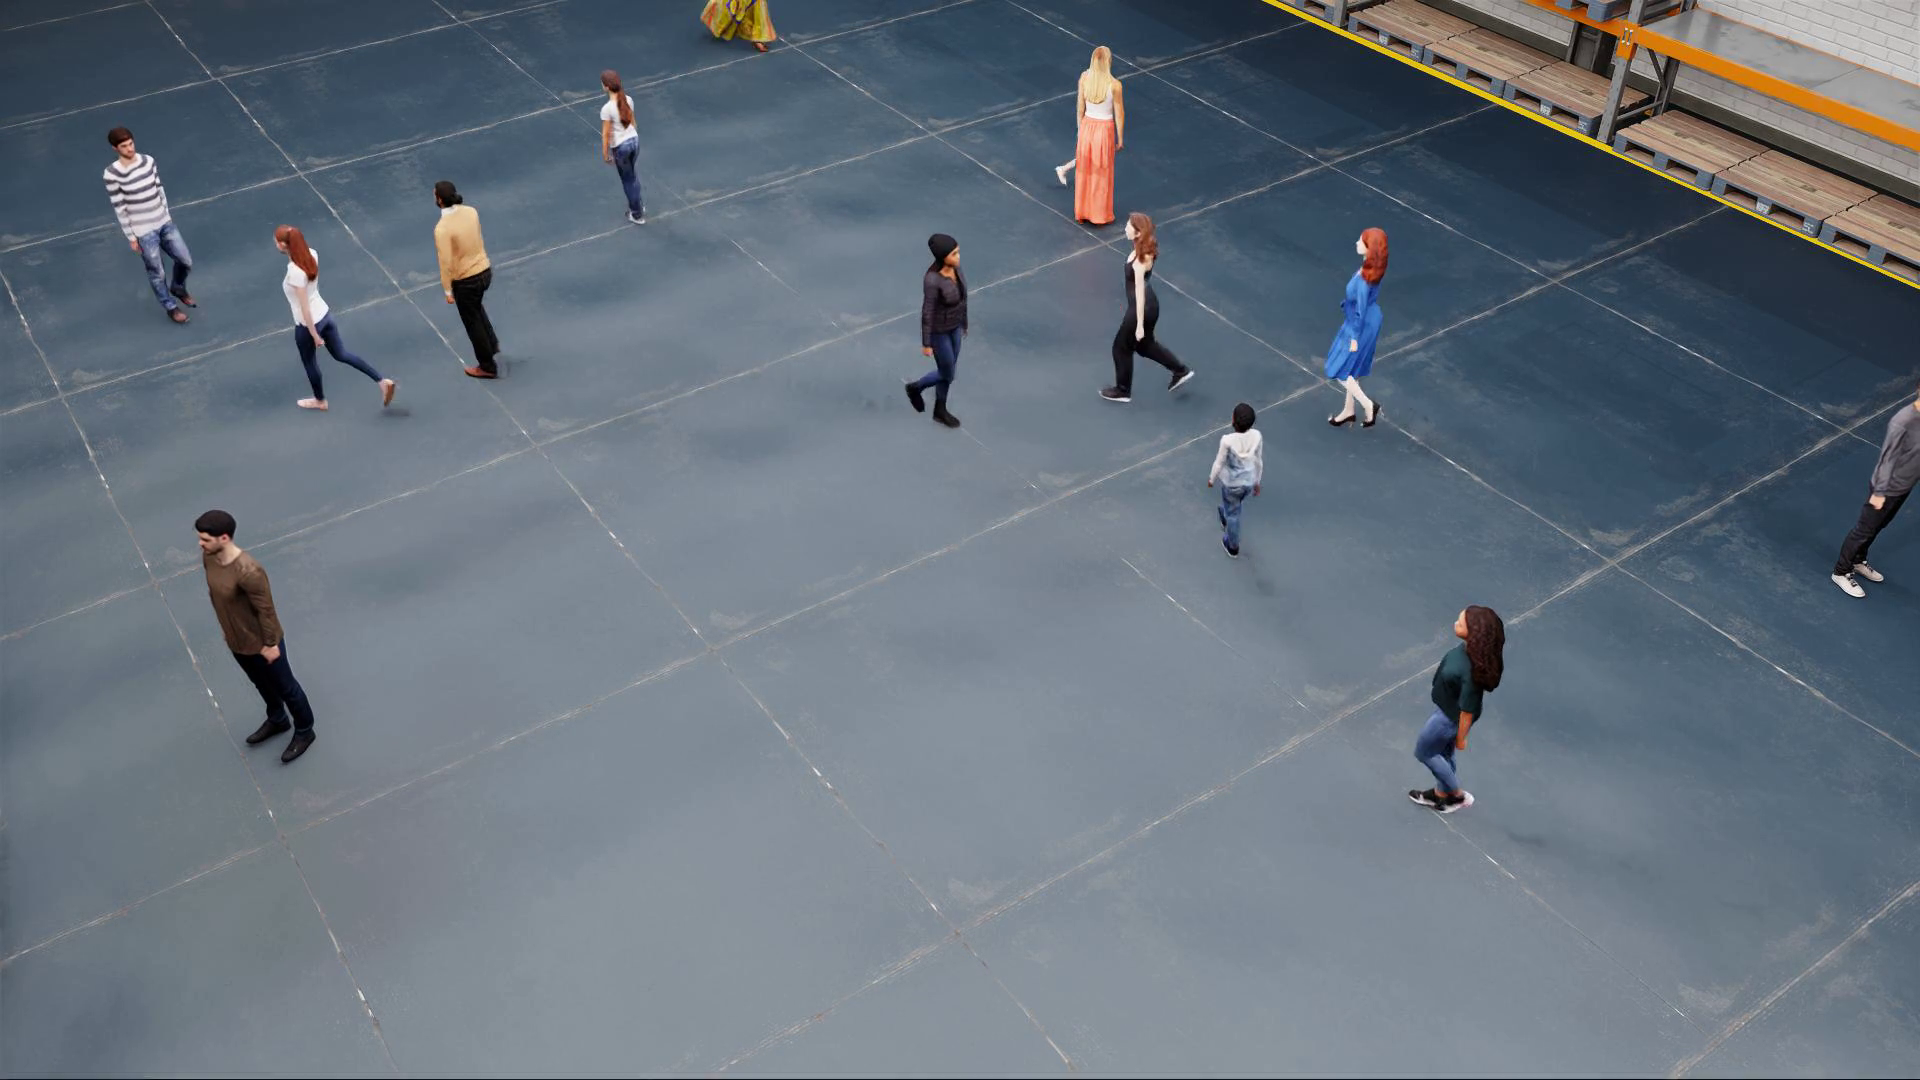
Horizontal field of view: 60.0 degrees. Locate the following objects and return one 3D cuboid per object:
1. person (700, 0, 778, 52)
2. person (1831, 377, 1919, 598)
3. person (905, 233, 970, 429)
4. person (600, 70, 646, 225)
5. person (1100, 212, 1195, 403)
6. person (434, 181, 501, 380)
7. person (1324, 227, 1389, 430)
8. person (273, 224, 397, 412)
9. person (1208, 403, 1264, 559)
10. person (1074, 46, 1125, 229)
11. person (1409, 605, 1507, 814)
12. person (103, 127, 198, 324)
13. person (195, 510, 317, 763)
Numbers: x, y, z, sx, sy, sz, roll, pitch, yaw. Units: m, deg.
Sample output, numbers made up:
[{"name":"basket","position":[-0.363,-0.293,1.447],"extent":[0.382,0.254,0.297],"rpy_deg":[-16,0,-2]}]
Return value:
[{"name":"person","position":[-2.685,-6.585,19.547],"extent":[0.809,1.616,1.192],"rpy_deg":[-28,46,-31]},{"name":"person","position":[6.561,-0.416,11.706],"extent":[0.620,1.761,0.544],"rpy_deg":[-26,45,-29]},{"name":"person","position":[-0.204,-1.673,13.300],"extent":[0.874,1.737,0.790],"rpy_deg":[20,43,24]},{"name":"person","position":[-3.203,-3.780,16.088],"extent":[0.643,1.551,0.608],"rpy_deg":[30,48,32]},{"name":"person","position":[1.567,-1.859,13.548],"extent":[1.056,1.719,1.030],"rpy_deg":[1,39,1]},{"name":"person","position":[-4.047,-2.178,13.930],"extent":[0.835,1.740,0.807],"rpy_deg":[12,40,15]},{"name":"person","position":[3.244,-1.616,13.162],"extent":[0.886,1.820,0.784],"rpy_deg":[19,42,22]},{"name":"person","position":[-5.093,-1.749,13.418],"extent":[1.084,1.708,1.042],"rpy_deg":[5,39,7]},{"name":"person","position":[2.039,-0.408,12.112],"extent":[0.641,1.242,0.817],"rpy_deg":[-10,40,-13]},{"name":"person","position":[1.319,-3.876,16.006],"extent":[0.654,1.802,0.774],"rpy_deg":[20,43,23]},{"name":"person","position":[3.053,1.057,9.991],"extent":[0.775,1.600,0.721],"rpy_deg":[15,41,18]},{"name":"person","position":[-7.160,-2.767,14.589],"extent":[0.764,1.838,0.737],"rpy_deg":[26,45,29]},{"name":"person","position":[-4.408,0.573,10.366],"extent":[0.653,1.888,0.792],"rpy_deg":[20,43,24]}]
